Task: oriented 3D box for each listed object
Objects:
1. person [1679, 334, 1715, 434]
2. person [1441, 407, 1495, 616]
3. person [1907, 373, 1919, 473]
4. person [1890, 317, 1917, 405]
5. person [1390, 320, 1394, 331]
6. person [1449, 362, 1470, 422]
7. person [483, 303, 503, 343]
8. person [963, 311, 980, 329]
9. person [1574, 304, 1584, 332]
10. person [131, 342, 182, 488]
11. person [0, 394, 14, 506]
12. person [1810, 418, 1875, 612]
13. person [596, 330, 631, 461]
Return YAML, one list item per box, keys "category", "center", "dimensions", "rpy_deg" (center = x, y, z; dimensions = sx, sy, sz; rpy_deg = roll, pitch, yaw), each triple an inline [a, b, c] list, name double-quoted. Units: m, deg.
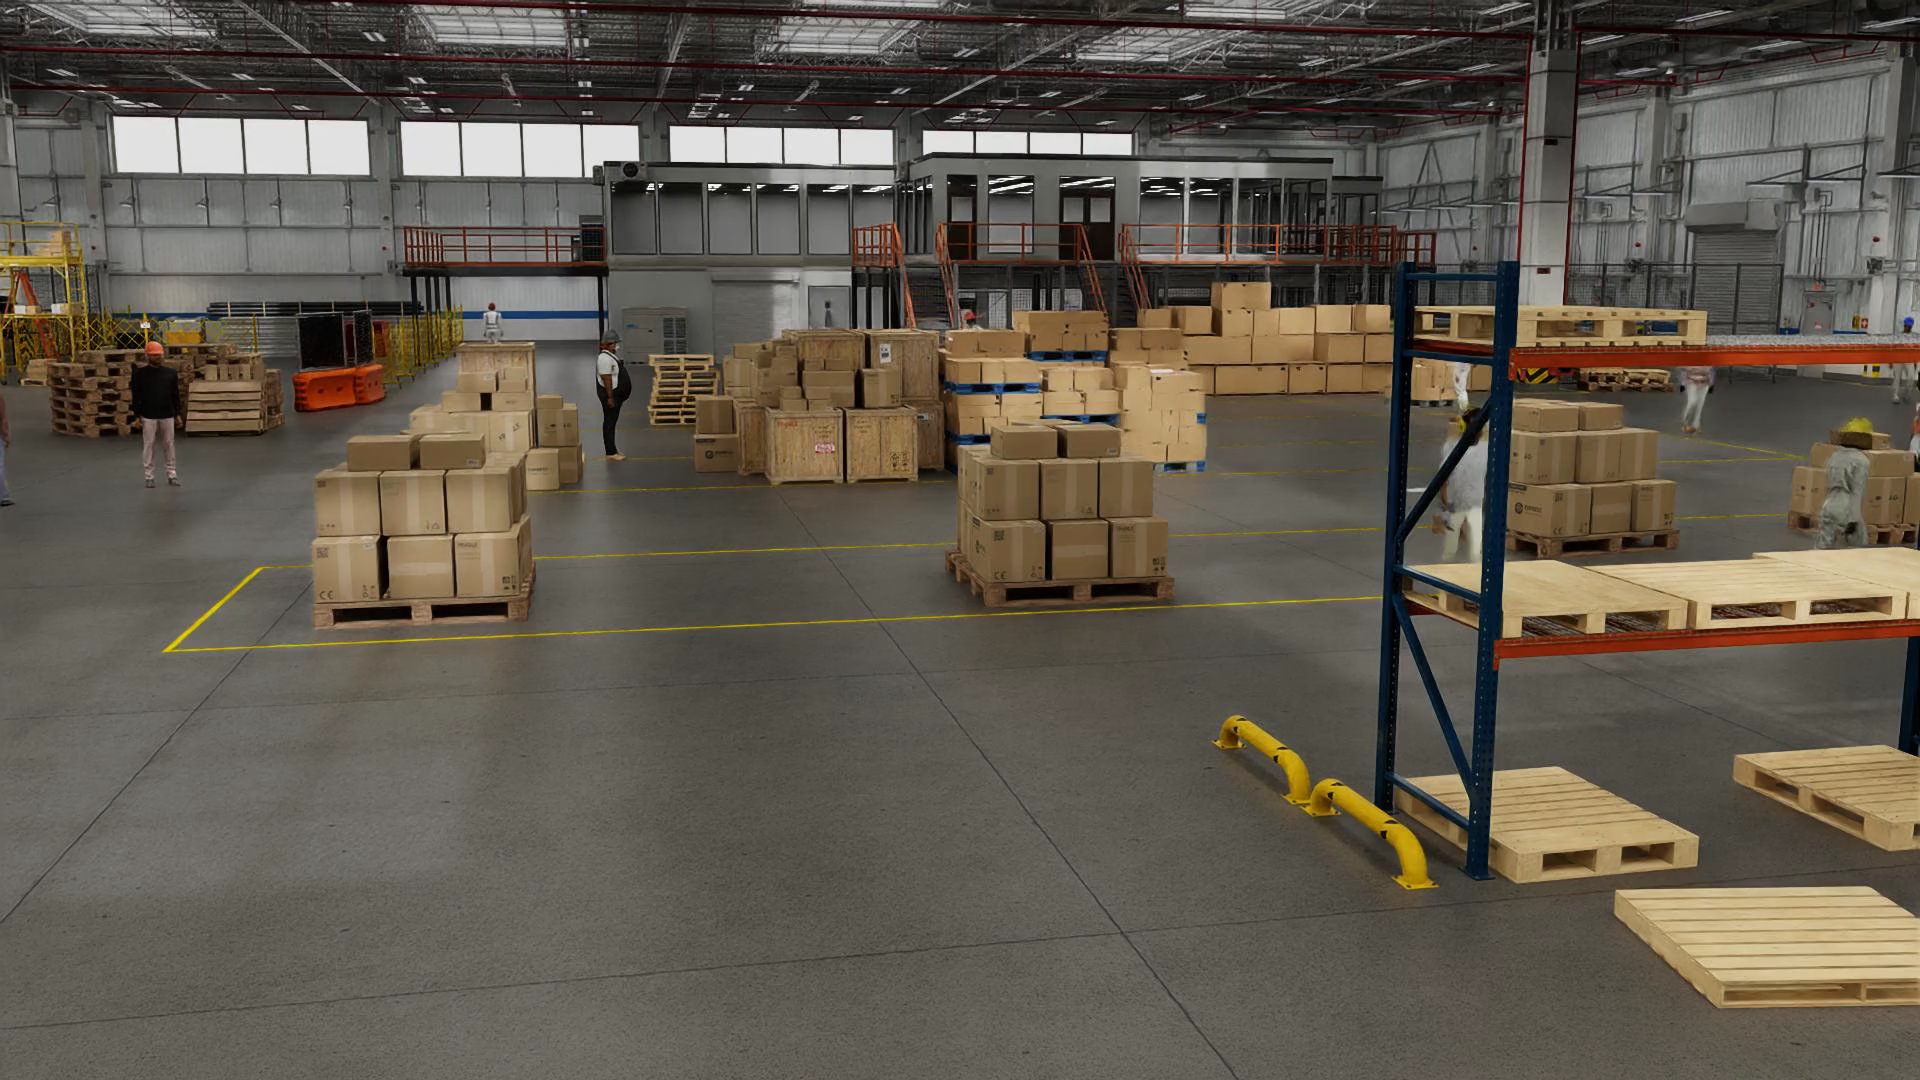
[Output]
- category: "person"
  center: [13.282, -2.810, 29.949]
  dimensions: [0.654, 1.827, 0.445]
  rpy_deg: [-2, 10, -13]
- category: "person"
  center: [4.402, -0.252, 14.440]
  dimensions: [0.487, 1.803, 1.015]
  rpy_deg: [1, 9, 5]
- category: "person"
  center: [12.486, -1.362, 21.568]
  dimensions: [0.372, 1.680, 0.539]
  rpy_deg: [6, 11, 33]
- category: "person"
  center: [20.634, -3.903, 36.327]
  dimensions: [0.624, 1.927, 0.611]
  rpy_deg: [3, 10, 17]
- category: "person"
  center: [12.134, -5.450, 46.194]
  dimensions: [0.665, 1.793, 0.971]
  rpy_deg: [5, 11, 28]
- category: "person"
  center: [9.726, -3.253, 32.387]
  dimensions: [0.390, 1.925, 0.624]
  rpy_deg: [4, 10, 24]
- category: "person"
  center: [-15.201, -6.797, 54.233]
  dimensions: [0.598, 1.830, 0.976]
  rpy_deg: [-1, 9, -6]
- category: "person"
  center: [0.295, -4.657, 40.921]
  dimensions: [0.581, 1.920, 0.493]
  rpy_deg: [9, 13, 44]
- category: "person"
  center: [19.046, -6.345, 51.374]
  dimensions: [0.608, 1.871, 1.006]
  rpy_deg: [-3, 10, -17]
- category: "person"
  center: [-10.990, -1.715, 22.770]
  dimensions: [0.622, 1.993, 0.386]
  rpy_deg: [-7, 12, -38]
- category: "person"
  center: [-12.224, -1.289, 20.869]
  dimensions: [0.526, 1.768, 0.331]
  rpy_deg: [-3, 10, -18]
- category: "person"
  center: [7.727, -0.213, 14.504]
  dimensions: [0.763, 1.689, 0.479]
  rpy_deg: [-2, 10, -14]
- category: "person"
  center: [-5.399, -2.261, 25.960]
  dimensions: [0.538, 2.000, 0.683]
  rpy_deg: [-2, 9, -10]
